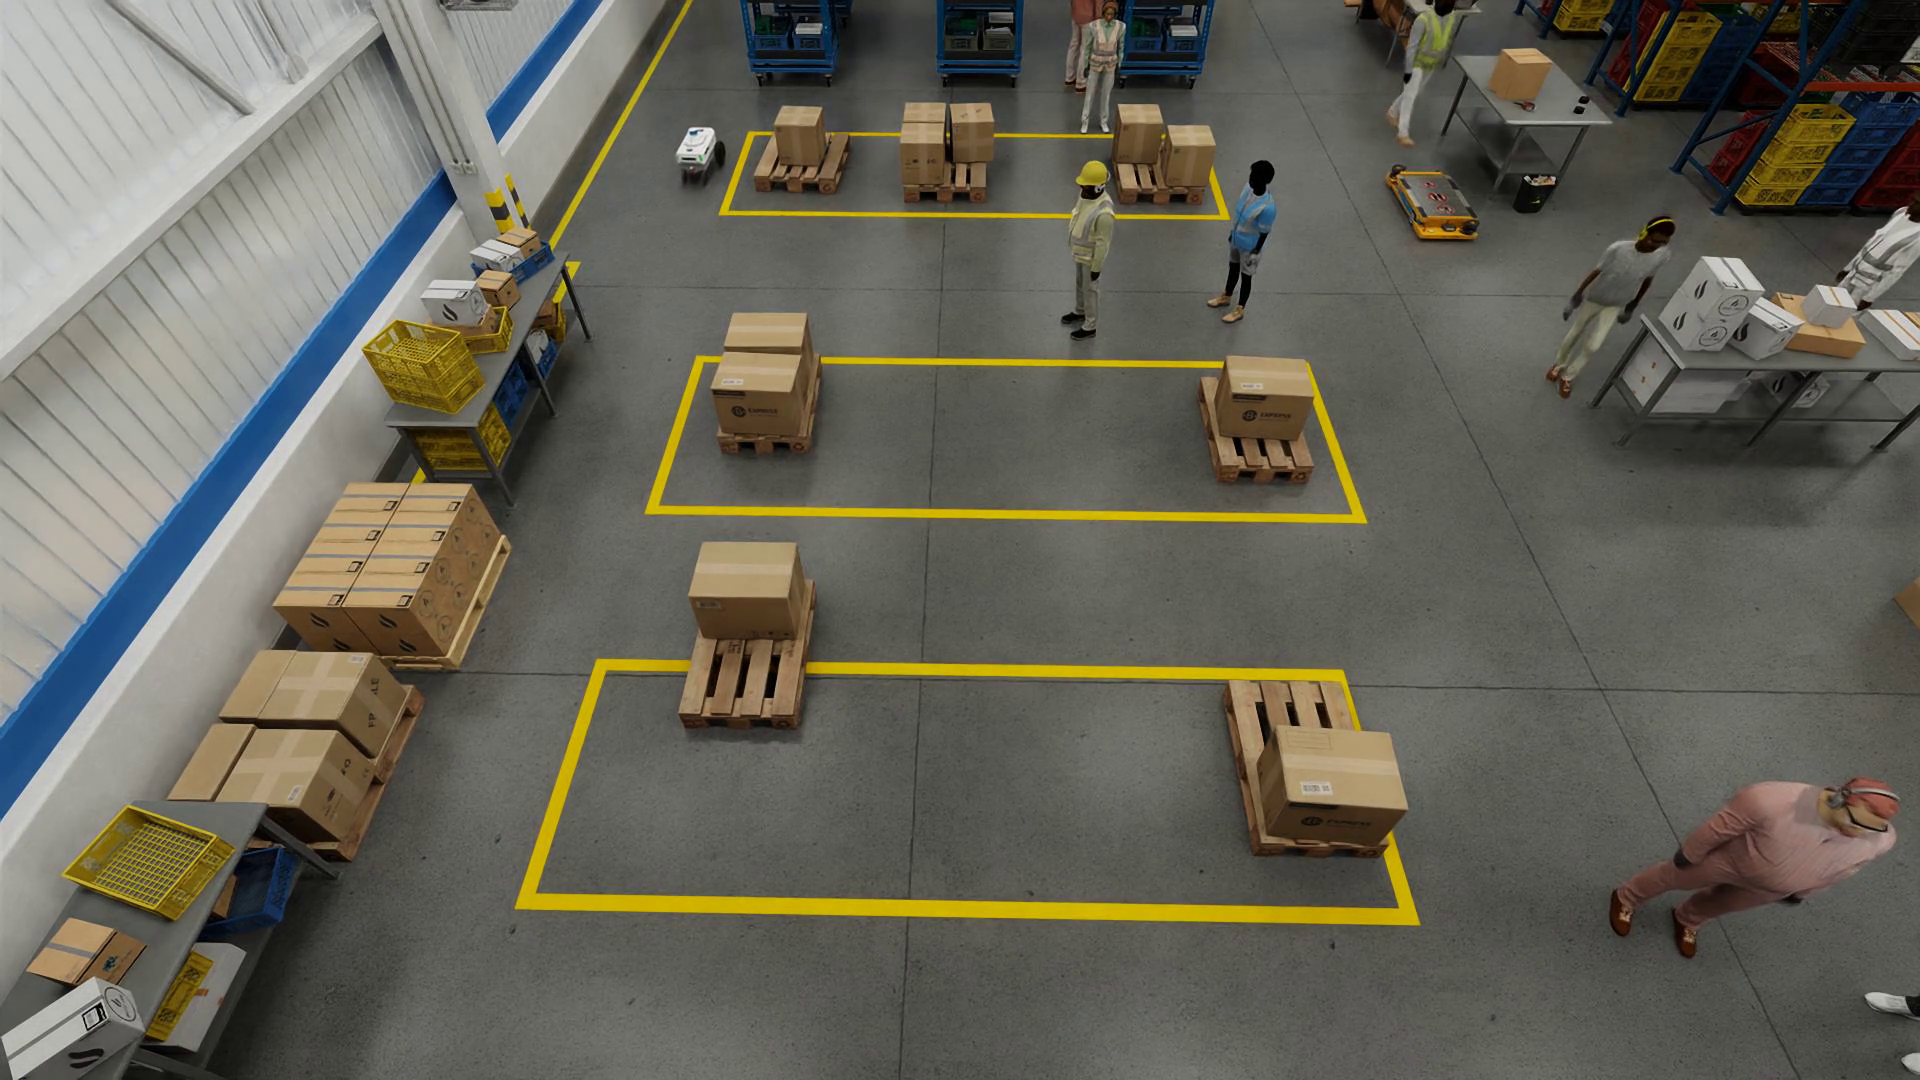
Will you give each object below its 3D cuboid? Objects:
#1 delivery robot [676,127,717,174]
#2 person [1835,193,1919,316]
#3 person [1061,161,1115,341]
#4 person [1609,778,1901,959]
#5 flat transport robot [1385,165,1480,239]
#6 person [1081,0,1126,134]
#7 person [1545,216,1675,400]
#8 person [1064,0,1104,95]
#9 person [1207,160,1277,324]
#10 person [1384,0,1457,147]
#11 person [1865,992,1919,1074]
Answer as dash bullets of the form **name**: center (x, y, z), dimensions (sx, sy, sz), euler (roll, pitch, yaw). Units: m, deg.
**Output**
- **delivery robot**: center (-3.315, -4.936, 11.541), dimensions (0.477, 0.478, 0.707), euler (3, 49, 3)
- **person**: center (8.449, -2.422, 8.562), dimensions (0.360, 1.879, 0.579), euler (11, 50, 9)
- **person**: center (1.244, -2.816, 8.934), dimensions (0.403, 1.823, 0.596), euler (-11, 50, -9)
- **person**: center (4.249, 1.764, 4.923), dimensions (0.648, 1.899, 0.398), euler (18, 51, 15)
- **flat transport robot**: center (5.692, -4.094, 11.059), dimensions (0.652, 0.197, 1.431), euler (1, 49, 1)
- **person**: center (1.852, -6.159, 11.947), dimensions (0.511, 1.639, 0.308), euler (-3, 49, -2)
- **person**: center (5.842, -2.118, 8.324), dimensions (0.554, 1.825, 0.681), euler (23, 53, 19)
- **person**: center (1.760, -7.233, 12.658), dimensions (0.416, 1.982, 0.623), euler (-27, 54, -21)
- **person**: center (2.851, -2.971, 9.152), dimensions (0.320, 1.692, 0.531), euler (-14, 51, -12)
- **person**: center (5.988, -6.083, 11.793), dimensions (0.667, 1.791, 0.808), euler (-21, 52, -17)
- **person**: center (5.458, 2.219, 4.513), dimensions (0.375, 1.917, 0.597), euler (1, 49, 1)
